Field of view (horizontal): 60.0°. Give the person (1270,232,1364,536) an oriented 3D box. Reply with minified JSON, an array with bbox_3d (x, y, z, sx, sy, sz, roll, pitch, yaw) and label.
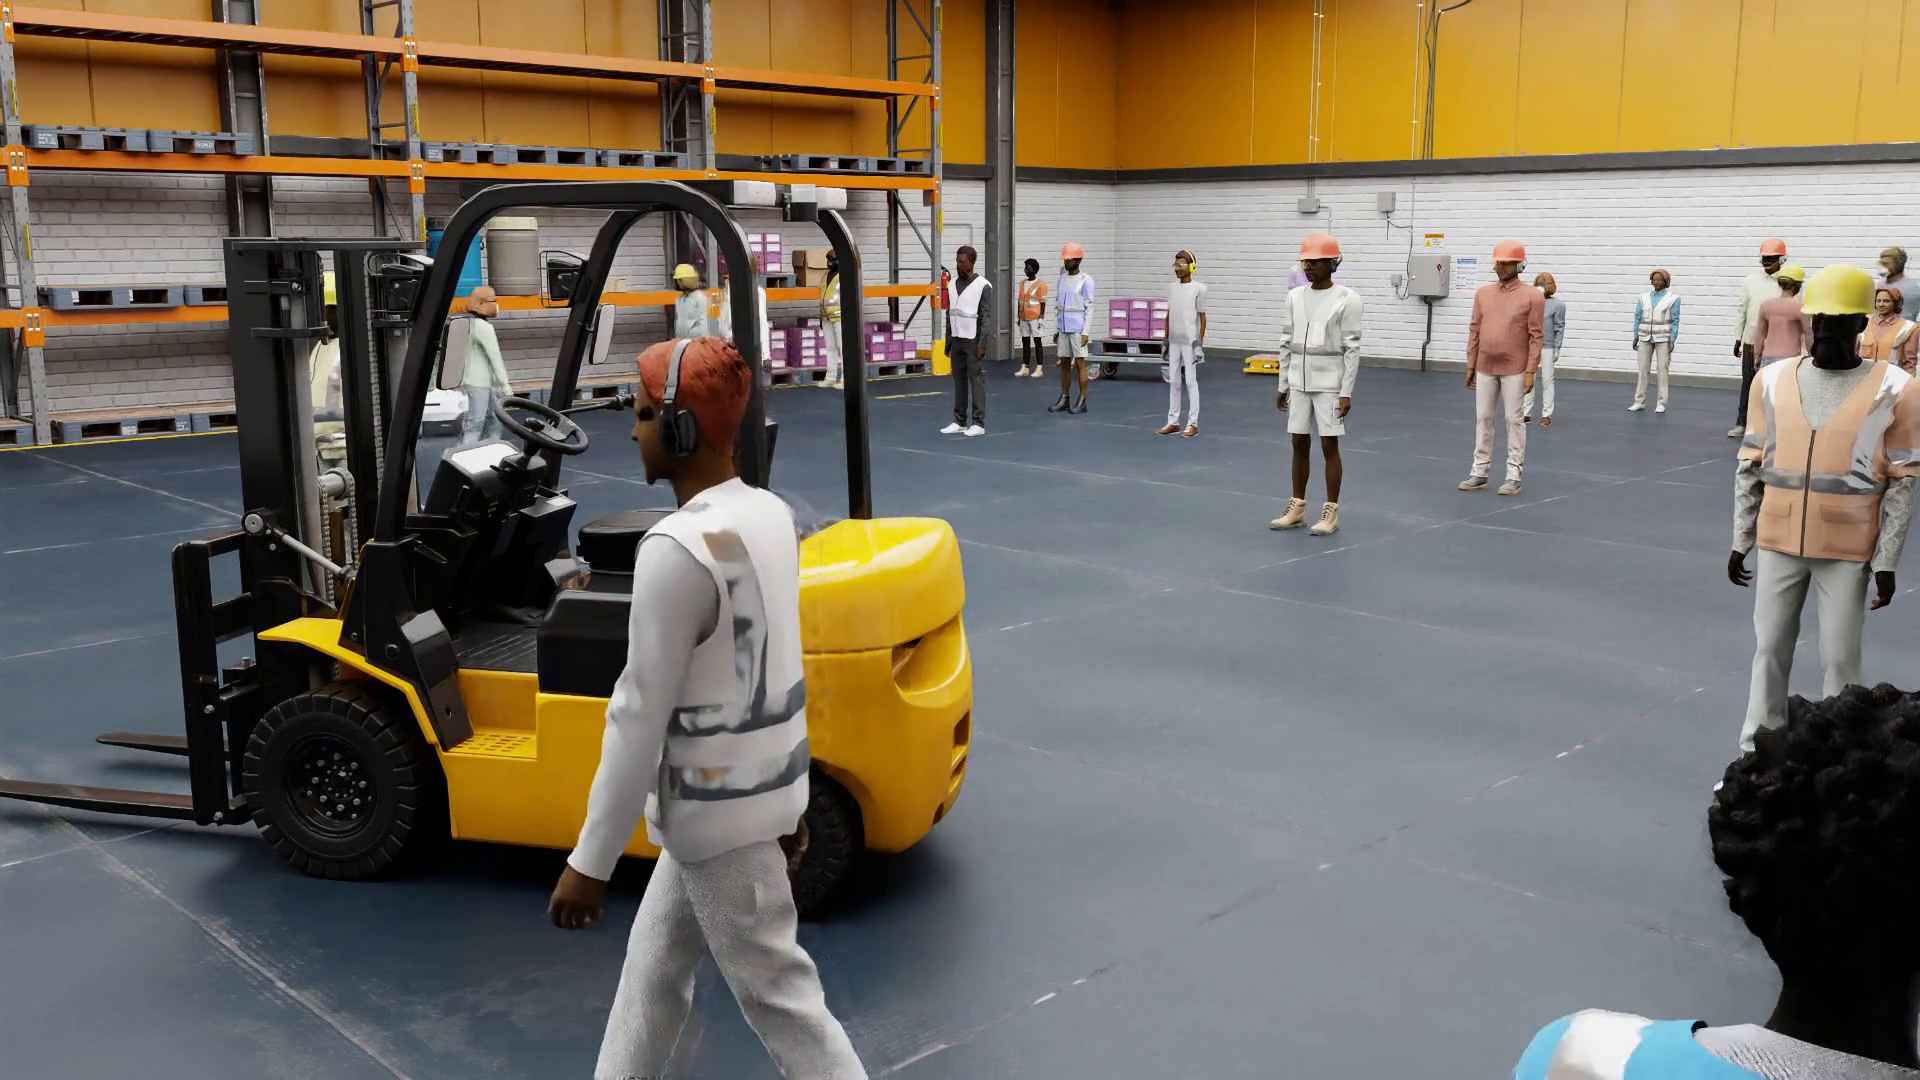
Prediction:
[{"bbox_3d":[2.407,-1.051,11.271,0.608,2.044,0.370,10,15,44],"label":"person"}]

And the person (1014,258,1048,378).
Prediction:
[{"bbox_3d":[1.012,-3.164,23.731,0.535,1.699,0.318,10,15,44],"label":"person"}]

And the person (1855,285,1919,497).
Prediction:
[{"bbox_3d":[7.161,-1.162,12.975,0.514,1.641,0.307,10,15,44],"label":"person"}]

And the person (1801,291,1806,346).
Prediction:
[{"bbox_3d":[9.990,-2.476,20.155,0.500,1.633,0.286,10,15,44],"label":"person"}]

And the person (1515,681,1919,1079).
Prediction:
[{"bbox_3d":[0.659,0.945,1.357,0.543,1.677,0.640,9,14,41],"label":"person"}]

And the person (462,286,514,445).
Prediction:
[{"bbox_3d":[-3.805,-1.230,13.424,0.625,1.614,0.505,-5,12,-26],"label":"person"}]

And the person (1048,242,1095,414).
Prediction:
[{"bbox_3d":[1.271,-2.410,18.962,0.545,1.941,0.351,10,15,44],"label":"person"}]

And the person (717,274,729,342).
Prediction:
[{"bbox_3d":[-2.264,-1.865,16.806,0.514,1.641,0.307,10,15,44],"label":"person"}]

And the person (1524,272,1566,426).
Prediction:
[{"bbox_3d":[6.180,-2.033,17.733,0.500,1.635,0.287,10,15,44],"label":"person"}]

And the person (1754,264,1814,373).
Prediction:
[{"bbox_3d":[7.776,-1.696,15.579,0.650,1.744,0.542,-5,11,-25],"label":"person"}]

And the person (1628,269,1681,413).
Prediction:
[{"bbox_3d":[7.977,-2.284,19.088,0.514,1.642,0.307,10,15,44],"label":"person"}]

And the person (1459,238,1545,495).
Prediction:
[{"bbox_3d":[4.256,-1.356,13.061,0.612,1.997,0.376,10,15,44],"label":"person"}]

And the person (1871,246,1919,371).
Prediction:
[{"bbox_3d":[8.316,-1.663,14.928,0.428,1.925,0.627,-1,10,-8],"label":"person"}]

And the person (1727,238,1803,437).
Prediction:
[{"bbox_3d":[8.007,-1.993,16.536,0.612,1.995,0.376,10,15,44],"label":"person"}]

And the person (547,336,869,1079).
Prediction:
[{"bbox_3d":[-0.492,0.528,3.242,0.978,1.840,0.595,2,10,8],"label":"person"}]

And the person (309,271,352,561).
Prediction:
[{"bbox_3d":[-3.269,-0.495,8.806,0.590,1.835,0.404,10,15,44],"label":"person"}]

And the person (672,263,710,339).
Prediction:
[{"bbox_3d":[-2.837,-2.030,17.451,0.509,1.727,0.374,9,14,41],"label":"person"}]

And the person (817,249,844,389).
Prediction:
[{"bbox_3d":[-1.648,-2.924,22.031,0.627,1.844,0.429,10,15,44],"label":"person"}]

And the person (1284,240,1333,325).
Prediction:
[{"bbox_3d":[4.666,-3.015,22.136,0.638,2.009,0.867,6,12,32],"label":"person"}]

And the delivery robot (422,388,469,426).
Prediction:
[{"bbox_3d":[-5.195,-1.350,16.703,0.707,0.478,0.477,-4,11,-20],"label":"delivery robot"}]

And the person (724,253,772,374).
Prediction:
[{"bbox_3d":[-2.013,-1.733,15.470,0.488,1.874,0.590,-8,13,-37],"label":"person"}]

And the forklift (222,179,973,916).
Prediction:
[{"bbox_3d":[-1.114,-0.058,5.440,2.313,2.155,1.214,2,11,13],"label":"forklift"}]

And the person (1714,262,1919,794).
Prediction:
[{"bbox_3d":[3.003,0.003,5.833,0.587,1.929,0.360,10,15,44],"label":"person"}]

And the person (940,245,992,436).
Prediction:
[{"bbox_3d":[0.078,-2.025,16.913,0.593,1.922,0.392,10,15,44],"label":"person"}]

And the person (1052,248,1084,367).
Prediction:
[{"bbox_3d":[1.674,-3.592,25.596,0.513,1.872,0.328,10,15,44],"label":"person"}]

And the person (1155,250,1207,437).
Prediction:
[{"bbox_3d":[2.241,-1.974,16.773,0.513,1.872,0.328,10,15,44],"label":"person"}]

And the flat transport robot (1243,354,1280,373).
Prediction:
[{"bbox_3d":[4.648,-2.615,24.634,0.652,0.197,1.431,4,11,20],"label":"flat transport robot"}]
